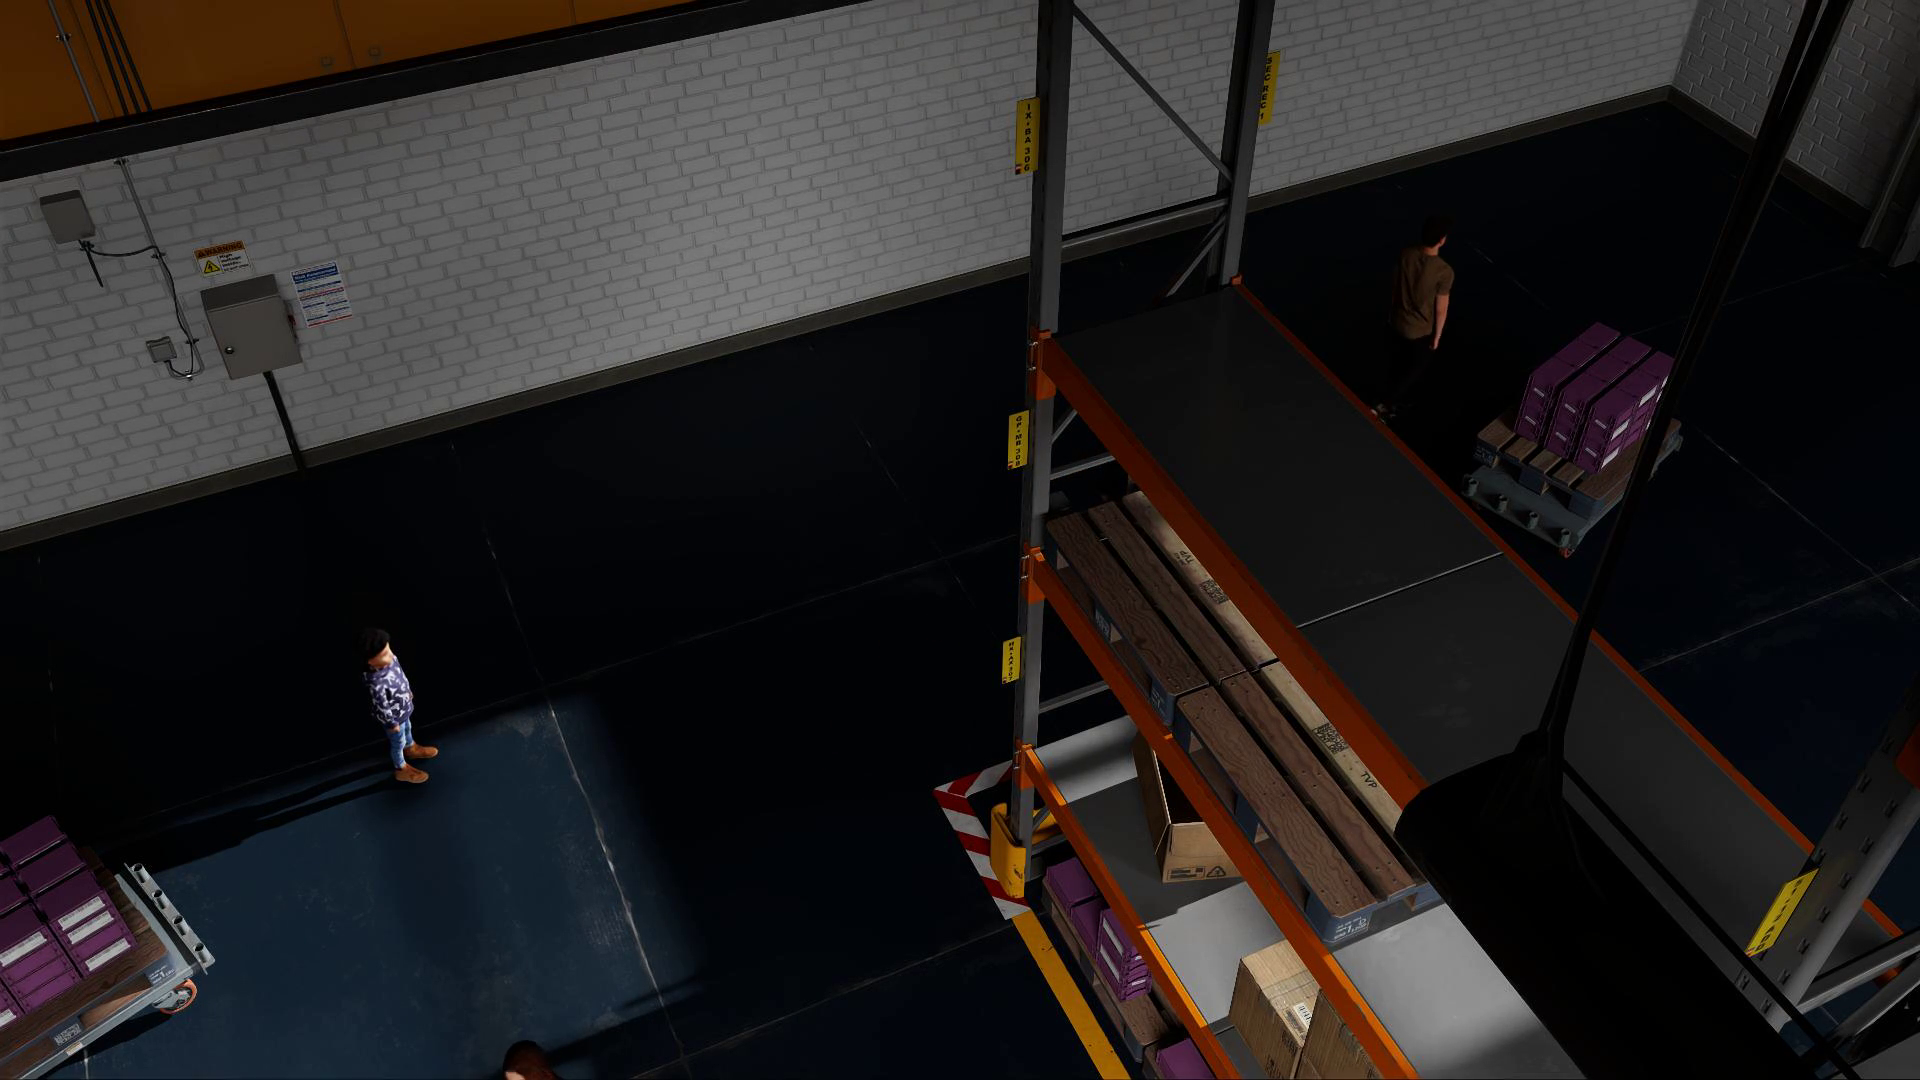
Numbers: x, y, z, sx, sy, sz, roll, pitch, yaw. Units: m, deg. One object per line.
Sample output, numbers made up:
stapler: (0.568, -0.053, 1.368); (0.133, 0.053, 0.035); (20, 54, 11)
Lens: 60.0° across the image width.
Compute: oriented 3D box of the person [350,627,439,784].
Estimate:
person: (-3.501, 1.005, 10.244); (0.620, 1.248, 0.528); (3, 44, 3)

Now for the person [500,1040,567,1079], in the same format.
person: (-1.949, 2.885, 7.923); (0.654, 1.728, 0.676); (6, 44, 7)

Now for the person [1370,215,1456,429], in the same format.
person: (3.365, -1.612, 12.563); (0.868, 1.837, 0.947); (-30, 51, -28)
